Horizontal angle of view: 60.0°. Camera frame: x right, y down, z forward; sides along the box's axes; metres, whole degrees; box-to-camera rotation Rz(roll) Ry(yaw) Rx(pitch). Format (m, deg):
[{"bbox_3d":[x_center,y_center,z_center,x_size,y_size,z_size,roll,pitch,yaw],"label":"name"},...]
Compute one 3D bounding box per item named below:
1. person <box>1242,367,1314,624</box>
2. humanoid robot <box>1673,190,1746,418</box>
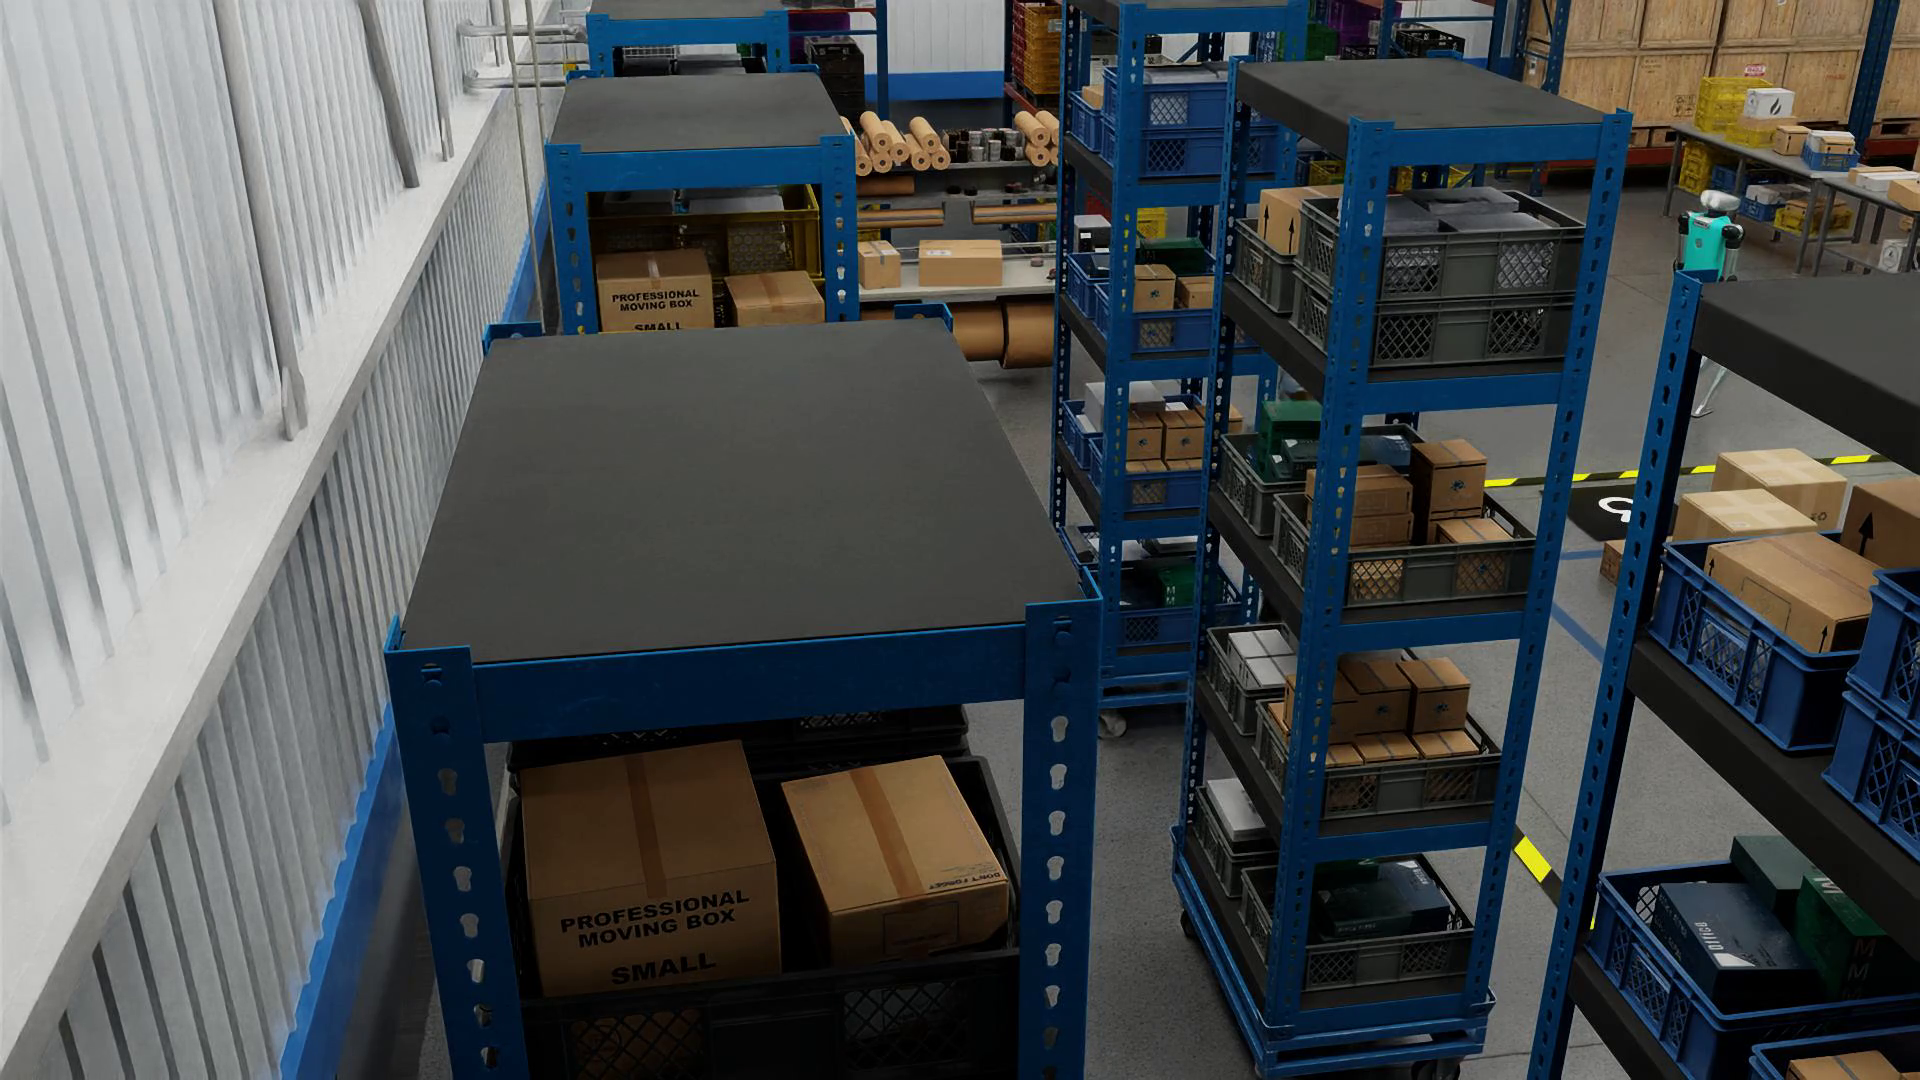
[{"bbox_3d":[1.680,-0.018,8.488,0.606,1.811,0.700,7,26,16],"label":"person"},{"bbox_3d":[5.558,-1.741,12.161,0.735,1.681,0.533,-11,27,-23],"label":"humanoid robot"}]
